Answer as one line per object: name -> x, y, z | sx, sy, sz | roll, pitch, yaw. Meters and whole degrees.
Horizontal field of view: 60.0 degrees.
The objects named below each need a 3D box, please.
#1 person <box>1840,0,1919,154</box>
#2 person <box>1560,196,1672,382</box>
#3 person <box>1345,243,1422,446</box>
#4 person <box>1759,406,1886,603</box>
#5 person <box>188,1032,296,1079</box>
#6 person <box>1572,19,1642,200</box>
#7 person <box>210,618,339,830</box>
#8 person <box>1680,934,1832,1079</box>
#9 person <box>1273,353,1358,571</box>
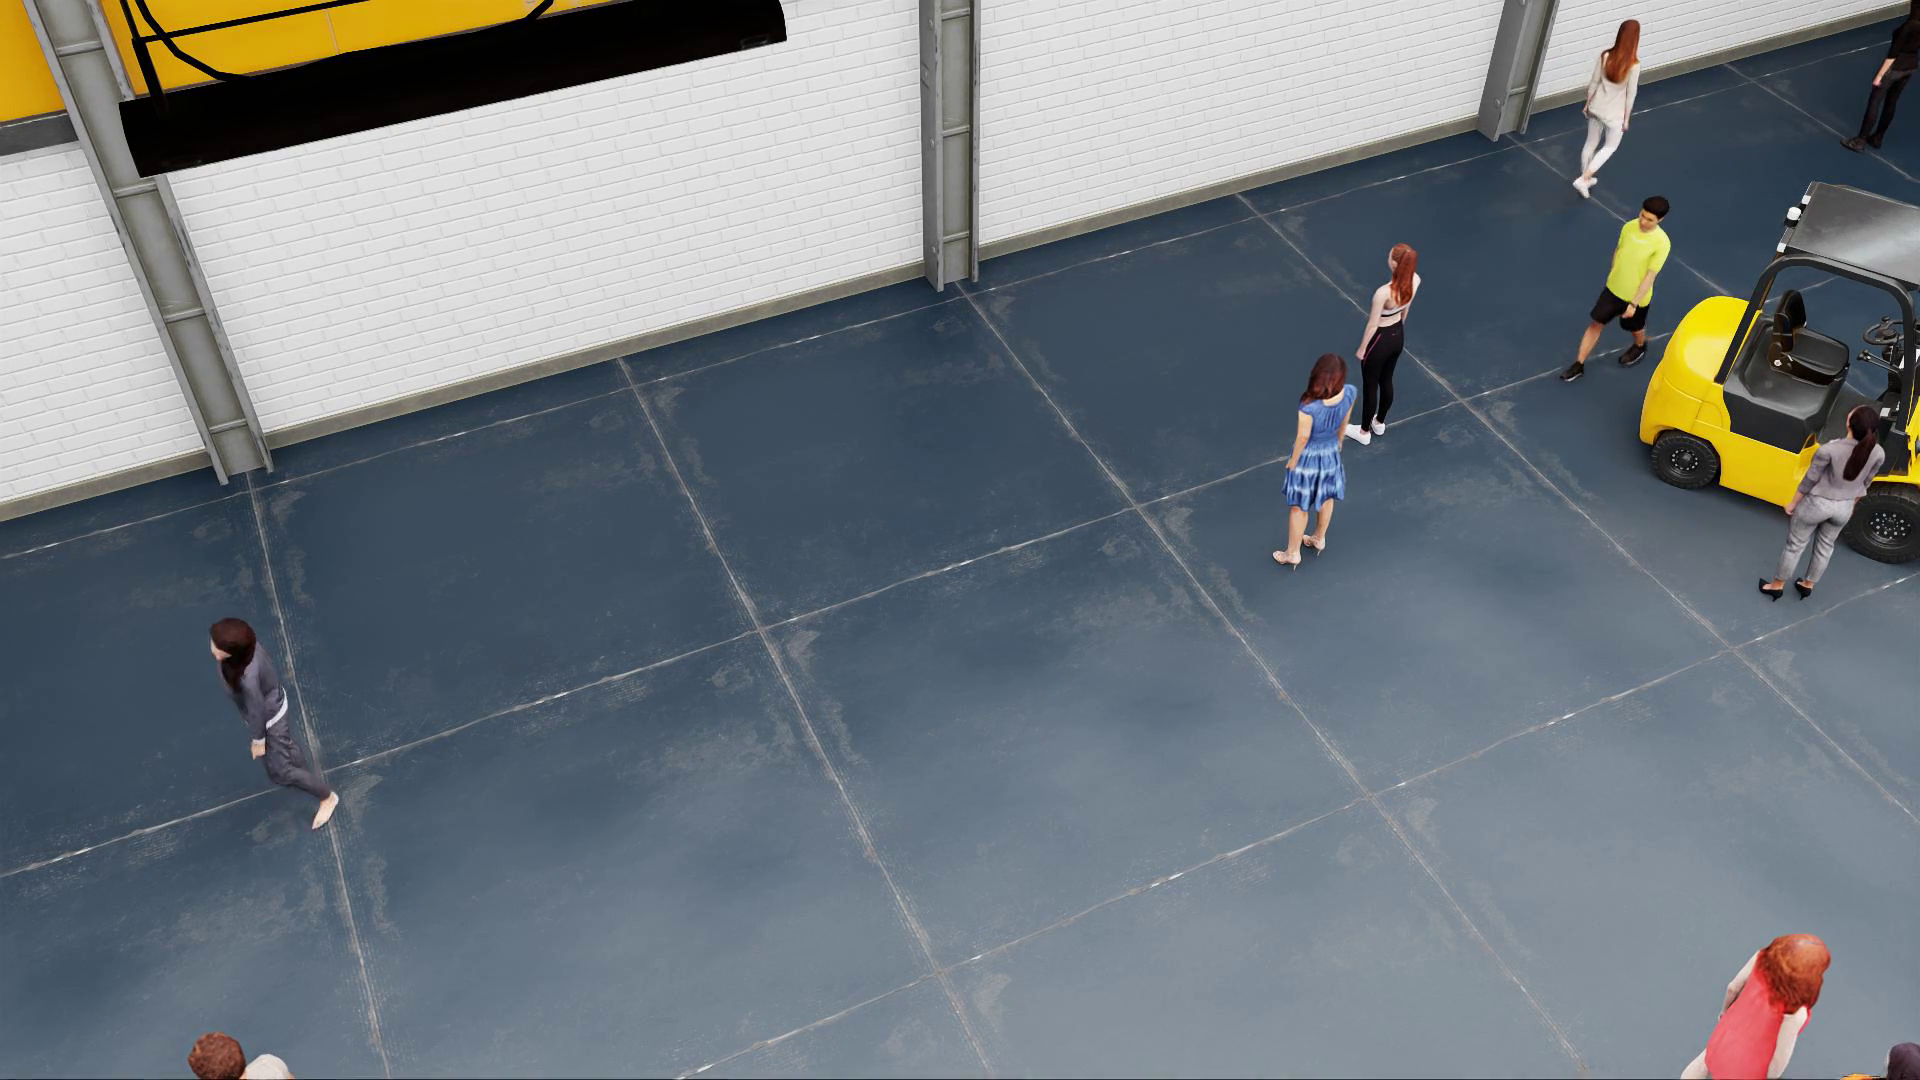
person -> 8.880, -4.431, 15.691 | 0.447, 1.639, 0.645 | -19, 47, -19
person -> 5.344, -1.996, 13.119 | 1.152, 1.661, 0.758 | -26, 49, -24
person -> 3.199, -1.477, 12.515 | 0.513, 1.742, 0.679 | -26, 49, -24
person -> 5.844, -0.220, 11.242 | 0.673, 1.678, 0.775 | 2, 44, 2
person -> -3.240, 2.875, 7.833 | 0.803, 1.899, 0.701 | 21, 48, 21
person -> 5.814, -3.848, 15.036 | 0.861, 1.698, 0.733 | -32, 52, -29
person -> -4.138, 1.005, 9.907 | 0.563, 1.746, 0.684 | -8, 44, -8
person -> 3.897, 2.513, 8.266 | 0.615, 1.826, 0.653 | -6, 44, -6
person -> 2.446, -0.541, 11.487 | 0.544, 1.805, 0.748 | -23, 48, -22
